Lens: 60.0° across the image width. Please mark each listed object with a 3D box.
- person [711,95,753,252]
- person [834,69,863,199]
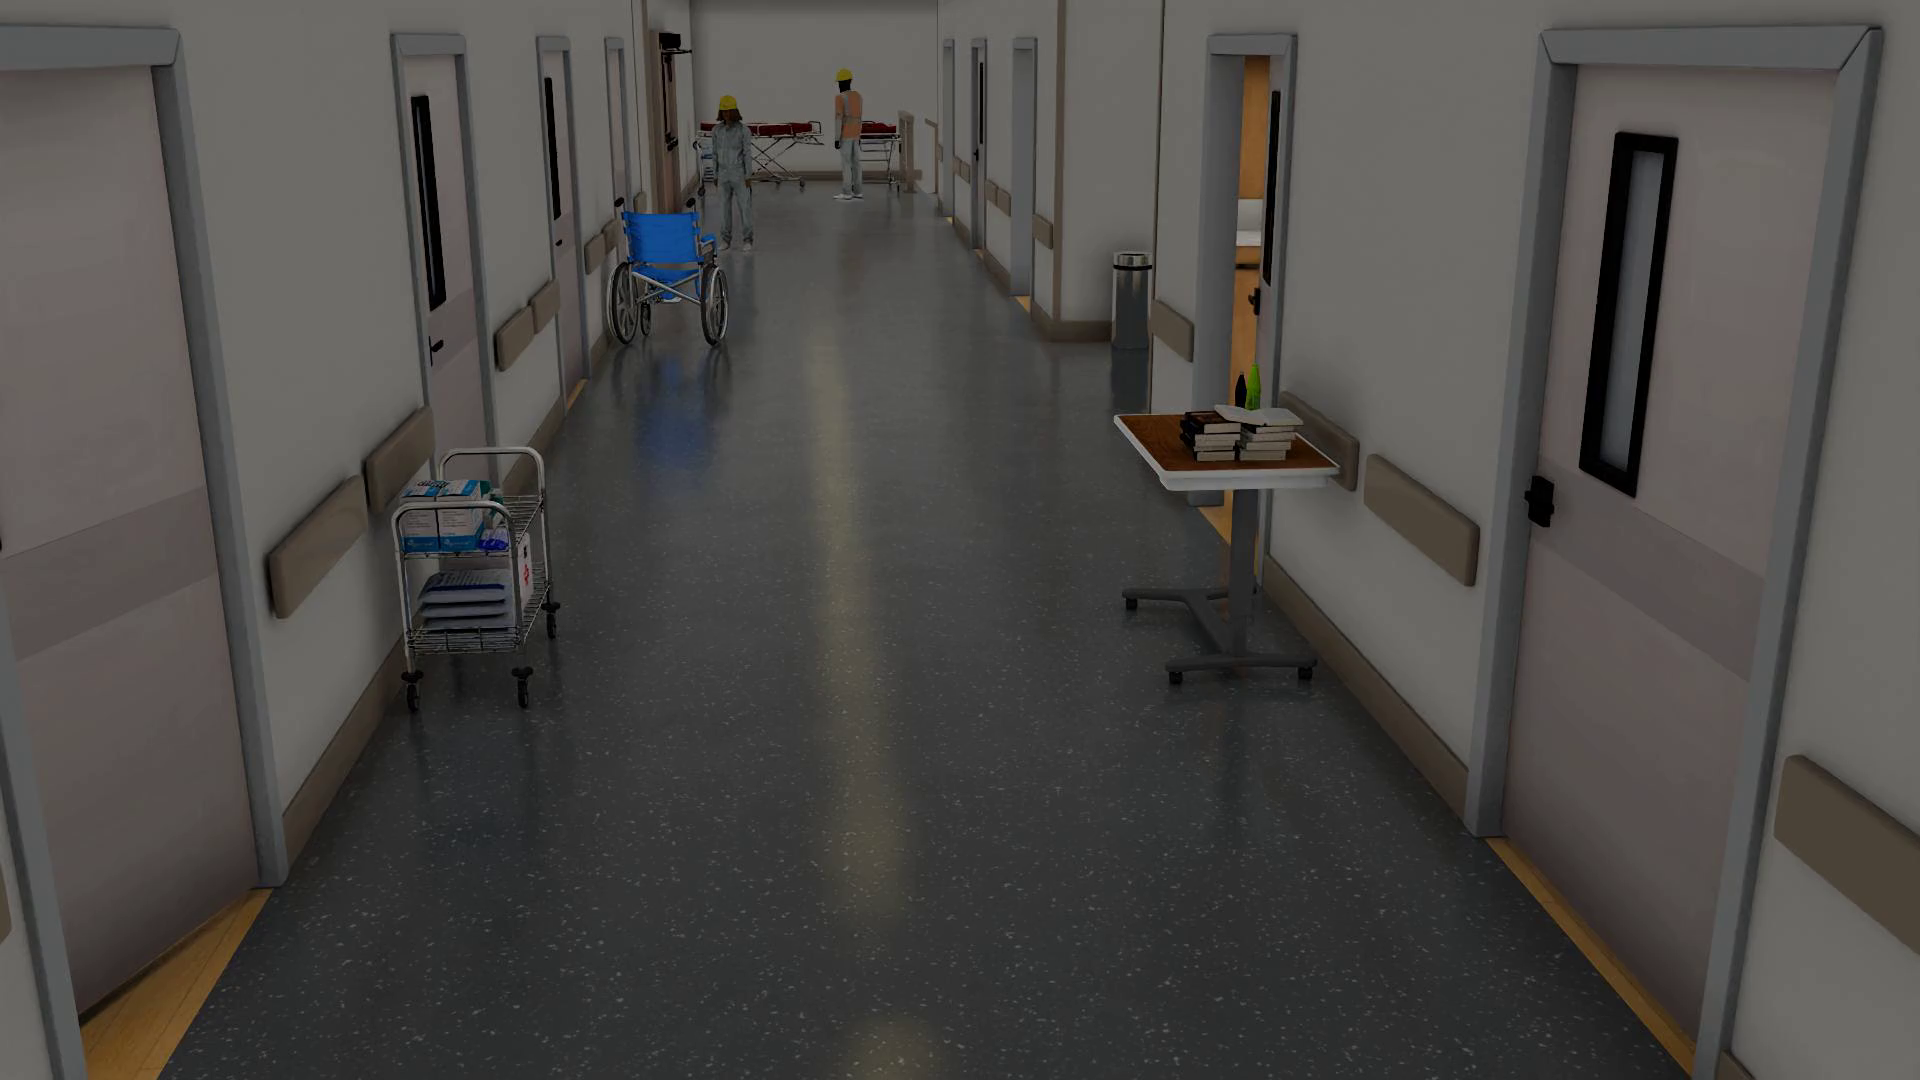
[{"bbox_3d":[-2.575,-4.122,18.756,0.483,1.735,0.340,5,17,16],"label":"person"},{"bbox_3d":[-1.700,-6.113,25.092,0.398,1.920,0.586,11,20,33],"label":"person"}]
